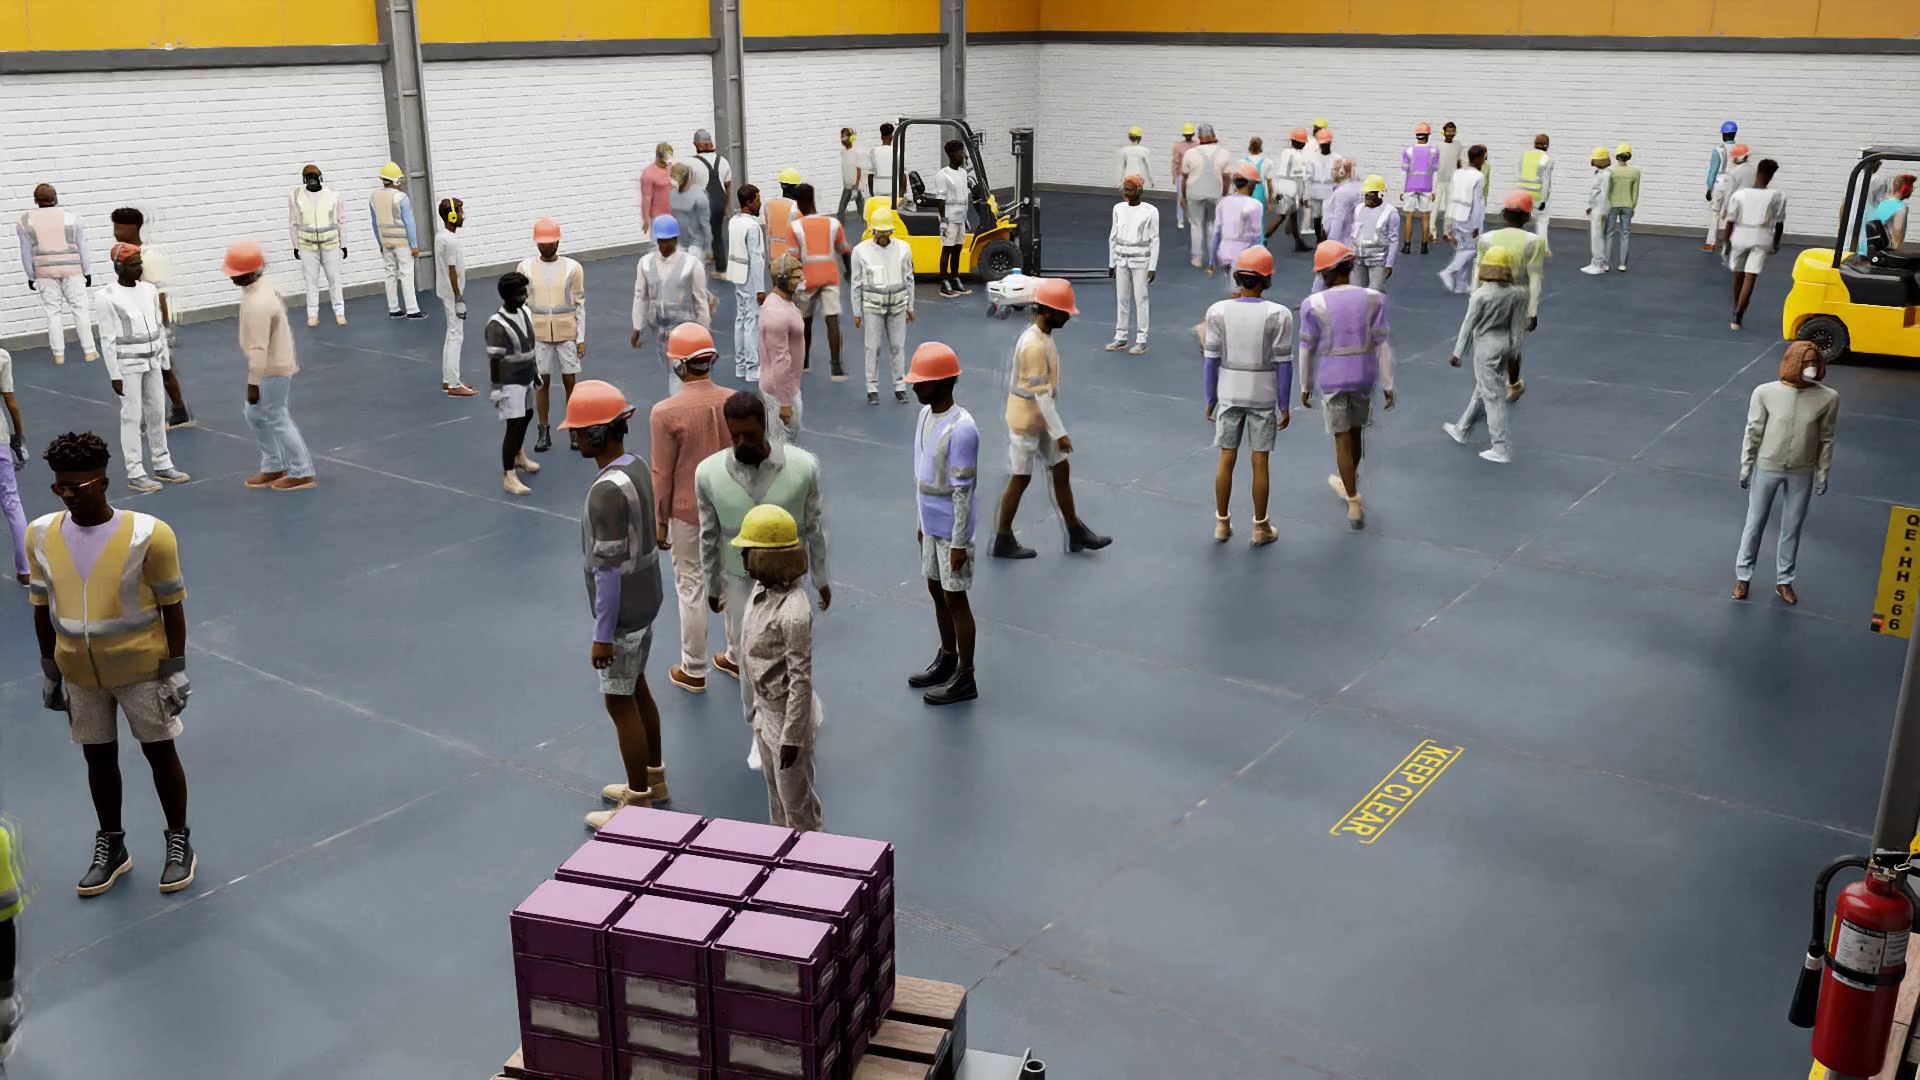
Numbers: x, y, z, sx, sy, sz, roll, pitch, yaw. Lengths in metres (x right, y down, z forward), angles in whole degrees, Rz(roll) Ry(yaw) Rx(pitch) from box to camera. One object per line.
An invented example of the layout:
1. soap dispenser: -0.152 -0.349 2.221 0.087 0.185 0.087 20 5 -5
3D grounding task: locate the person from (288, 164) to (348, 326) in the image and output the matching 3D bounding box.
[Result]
1. person: -7.394 -3.399 19.210 0.621 1.845 0.429 -6 19 -17

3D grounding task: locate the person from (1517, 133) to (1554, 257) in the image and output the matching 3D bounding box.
1. person: 8.404 -5.052 24.443 0.807 1.810 0.623 -12 21 -33

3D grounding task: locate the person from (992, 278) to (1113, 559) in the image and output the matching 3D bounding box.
1. person: 0.617 -0.760 10.884 0.866 1.885 0.557 5 18 16

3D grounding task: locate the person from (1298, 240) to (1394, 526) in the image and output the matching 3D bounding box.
1. person: 2.735 -1.146 11.944 0.682 1.979 0.974 -1 18 -4

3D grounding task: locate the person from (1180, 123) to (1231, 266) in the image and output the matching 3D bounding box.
1. person: 3.473 -4.942 23.713 0.684 2.000 0.540 -1 18 -3

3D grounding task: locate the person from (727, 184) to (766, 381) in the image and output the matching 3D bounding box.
1. person: -2.080 -2.526 16.354 0.380 1.918 0.596 -9 20 -27

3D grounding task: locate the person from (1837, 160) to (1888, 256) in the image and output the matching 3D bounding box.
1. person: 11.352 -3.963 20.972 0.513 1.841 0.326 16 24 41

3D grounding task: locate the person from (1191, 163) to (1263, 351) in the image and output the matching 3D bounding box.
1. person: 2.870 -2.978 17.661 0.928 1.998 0.635 -12 21 -33

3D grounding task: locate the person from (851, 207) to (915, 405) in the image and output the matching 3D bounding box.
1. person: -0.706 -2.157 15.365 0.601 1.819 0.403 -5 19 -17

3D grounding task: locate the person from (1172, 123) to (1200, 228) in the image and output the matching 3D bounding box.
1. person: 3.793 -6.062 27.709 0.554 1.738 0.486 -2 18 -5

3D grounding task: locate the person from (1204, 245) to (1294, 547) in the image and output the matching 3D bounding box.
1. person: 1.951 -0.967 11.276 0.605 2.045 0.378 8 19 23

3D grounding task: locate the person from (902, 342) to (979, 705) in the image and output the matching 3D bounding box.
1. person: -0.106 -0.084 8.712 0.383 1.930 0.539 -9 20 -26

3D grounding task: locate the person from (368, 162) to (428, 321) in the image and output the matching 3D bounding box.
1. person: -6.600 -3.499 19.535 0.588 1.835 0.403 8 19 23

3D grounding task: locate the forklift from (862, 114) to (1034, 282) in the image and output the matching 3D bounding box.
1. forklift: -0.171 -4.594 22.377 2.313 2.155 1.214 1 18 3

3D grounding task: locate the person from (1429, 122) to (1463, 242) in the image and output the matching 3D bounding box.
1. person: 7.635 -5.622 26.139 0.505 1.864 0.330 -2 18 -6

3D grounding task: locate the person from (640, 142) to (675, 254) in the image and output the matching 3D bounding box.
1. person: -3.847 -4.162 21.483 0.411 1.911 0.644 11 21 32

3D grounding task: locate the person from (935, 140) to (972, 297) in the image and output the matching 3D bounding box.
1. person: -0.076 -4.094 21.182 0.362 1.966 0.611 11 21 30

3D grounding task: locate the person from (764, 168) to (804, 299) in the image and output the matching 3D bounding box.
1. person: -1.850 -3.053 18.015 0.581 1.919 0.393 11 21 31

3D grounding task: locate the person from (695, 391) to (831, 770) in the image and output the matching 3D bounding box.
1. person: -0.934 0.156 8.025 0.624 1.885 0.645 -1 18 -2

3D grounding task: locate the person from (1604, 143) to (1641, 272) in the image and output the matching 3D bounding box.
1. person: 9.161 -4.623 23.159 0.523 1.769 0.317 0 18 0

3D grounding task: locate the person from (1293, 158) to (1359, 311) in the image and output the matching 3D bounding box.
1. person: 4.560 -3.619 19.873 0.971 1.866 0.654 5 18 15

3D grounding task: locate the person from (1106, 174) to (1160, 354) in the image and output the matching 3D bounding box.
1. person: 1.828 -2.922 17.650 0.587 1.882 0.341 14 22 37

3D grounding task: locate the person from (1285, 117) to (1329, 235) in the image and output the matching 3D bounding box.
1. person: 5.554 -5.822 26.717 0.667 1.876 0.772 15 23 40

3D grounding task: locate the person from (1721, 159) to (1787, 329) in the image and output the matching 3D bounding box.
1. person: 9.165 -3.428 19.218 0.593 1.896 1.029 13 22 35

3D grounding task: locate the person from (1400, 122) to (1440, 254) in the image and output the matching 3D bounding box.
1. person: 6.840 -5.245 24.835 0.547 1.934 0.376 3 18 10

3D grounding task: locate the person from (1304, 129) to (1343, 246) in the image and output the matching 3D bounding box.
1. person: 5.323 -5.069 24.377 0.553 1.893 0.926 6 19 19

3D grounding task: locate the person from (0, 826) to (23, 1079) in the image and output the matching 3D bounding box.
1. person: -2.960 1.299 4.768 0.564 1.671 0.500 -4 18 -11

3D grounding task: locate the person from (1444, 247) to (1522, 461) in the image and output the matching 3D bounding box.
1. person: 4.275 -1.544 13.622 0.508 1.698 0.886 -9 20 -26

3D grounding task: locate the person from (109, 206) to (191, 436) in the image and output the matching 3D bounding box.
1. person: -7.024 -1.865 14.226 0.667 1.943 0.642 -14 22 -37

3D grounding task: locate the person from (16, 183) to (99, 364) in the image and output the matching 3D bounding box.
1. person: -9.299 -2.745 17.165 0.619 1.845 0.430 -8 19 -24

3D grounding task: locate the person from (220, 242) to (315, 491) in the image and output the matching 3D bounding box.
1. person: -5.197 -1.272 12.407 0.591 1.935 0.688 -9 20 -27

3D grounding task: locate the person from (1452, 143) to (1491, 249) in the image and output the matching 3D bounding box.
1. person: 7.746 -5.166 25.099 0.528 1.612 0.658 -5 18 -15

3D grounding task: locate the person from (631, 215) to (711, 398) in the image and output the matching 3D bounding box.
1. person: -2.470 -1.795 14.109 0.618 1.892 1.005 6 19 17

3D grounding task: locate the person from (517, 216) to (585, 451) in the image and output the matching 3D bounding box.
1. person: -3.351 -1.690 13.710 0.544 1.938 0.356 -3 18 -9

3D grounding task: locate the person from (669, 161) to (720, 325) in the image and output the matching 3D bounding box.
1. person: -2.995 -3.344 18.913 0.657 1.918 0.605 15 23 40

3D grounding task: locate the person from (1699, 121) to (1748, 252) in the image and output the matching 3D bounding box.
1. person: 11.508 -5.318 25.063 0.616 1.939 0.418 -4 18 -14

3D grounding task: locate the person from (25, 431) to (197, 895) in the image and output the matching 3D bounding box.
1. person: -3.450 0.509 6.783 0.602 1.967 0.367 -1 18 -4

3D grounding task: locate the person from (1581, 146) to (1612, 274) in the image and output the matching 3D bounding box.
1. person: 8.830 -4.575 23.067 0.370 1.732 0.585 2 18 6

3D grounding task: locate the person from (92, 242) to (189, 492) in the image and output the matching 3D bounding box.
1. person: -6.231 -1.312 12.631 0.354 1.879 0.579 6 19 19

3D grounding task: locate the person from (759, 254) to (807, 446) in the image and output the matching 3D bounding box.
1. person: -1.229 -1.032 11.650 0.352 1.937 0.635 -1 18 -4

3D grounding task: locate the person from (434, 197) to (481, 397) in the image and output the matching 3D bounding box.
1. person: -4.784 -2.292 15.728 0.341 1.860 0.511 -8 19 -23

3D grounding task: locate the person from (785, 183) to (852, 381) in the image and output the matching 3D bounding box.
1. person: -1.373 -2.565 16.492 0.728 1.910 0.887 -6 19 -18

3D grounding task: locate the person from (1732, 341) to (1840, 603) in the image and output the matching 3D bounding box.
1. person: 5.062 -0.417 10.212 0.507 1.635 0.272 5 18 16

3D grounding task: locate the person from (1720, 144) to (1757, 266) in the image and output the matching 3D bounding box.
1. person: 11.053 -4.735 23.589 0.598 1.720 0.458 -9 20 -25

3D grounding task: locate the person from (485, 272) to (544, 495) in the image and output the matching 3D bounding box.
1. person: -3.414 -1.223 12.692 0.470 1.667 0.726 4 18 13

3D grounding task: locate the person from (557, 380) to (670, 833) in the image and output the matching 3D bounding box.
1. person: -1.523 0.296 7.356 0.409 2.029 0.612 0 18 1

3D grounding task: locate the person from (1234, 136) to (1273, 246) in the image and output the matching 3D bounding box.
1. person: 4.156 -4.799 23.616 0.538 1.827 0.483 1 18 4

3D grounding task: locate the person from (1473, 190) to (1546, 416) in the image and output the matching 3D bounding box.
1. person: 4.980 -2.170 15.126 0.630 1.984 1.031 11 21 31

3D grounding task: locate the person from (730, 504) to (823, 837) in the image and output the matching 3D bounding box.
1. person: -0.724 0.697 6.555 0.299 1.745 0.483 -7 19 -21

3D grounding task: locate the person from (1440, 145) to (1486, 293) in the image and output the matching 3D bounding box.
1. person: 6.447 -4.094 21.303 0.558 1.899 0.595 -6 19 -19

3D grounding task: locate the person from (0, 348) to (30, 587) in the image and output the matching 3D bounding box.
1. person: -6.110 -0.582 10.373 0.508 1.862 0.326 -12 21 -34

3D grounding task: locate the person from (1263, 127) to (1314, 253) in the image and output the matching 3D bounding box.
1. person: 4.867 -5.200 24.807 0.992 1.878 0.582 -5 18 -14

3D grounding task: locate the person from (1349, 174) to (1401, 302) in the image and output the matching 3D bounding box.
1. person: 4.485 -3.065 18.186 0.403 1.827 0.599 -14 22 -37

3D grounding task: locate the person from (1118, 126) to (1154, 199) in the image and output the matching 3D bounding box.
1. person: 2.820 -5.839 27.038 0.536 1.723 0.915 11 21 31

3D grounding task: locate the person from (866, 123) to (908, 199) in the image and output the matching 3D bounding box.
1. person: -1.055 -5.093 24.307 0.607 1.966 0.367 3 18 8

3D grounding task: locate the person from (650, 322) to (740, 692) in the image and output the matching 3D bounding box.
1. person: -1.383 -0.172 8.894 0.608 1.987 0.403 -17 24 -42

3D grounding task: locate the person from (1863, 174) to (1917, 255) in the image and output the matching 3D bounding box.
1. person: 10.213 -3.157 18.499 0.644 1.812 0.568 4 18 13

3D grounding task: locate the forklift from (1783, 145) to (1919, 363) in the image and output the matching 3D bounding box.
1. forklift: 9.803 -2.879 17.013 2.313 2.155 1.214 12 21 33

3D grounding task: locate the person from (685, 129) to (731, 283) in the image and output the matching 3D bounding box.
1. person: -3.421 -4.460 22.208 0.700 2.000 0.540 -16 24 -41

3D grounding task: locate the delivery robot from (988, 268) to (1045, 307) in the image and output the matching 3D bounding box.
1. delivery robot: 0.678 -3.006 19.909 0.707 0.478 0.477 -14 23 -37
